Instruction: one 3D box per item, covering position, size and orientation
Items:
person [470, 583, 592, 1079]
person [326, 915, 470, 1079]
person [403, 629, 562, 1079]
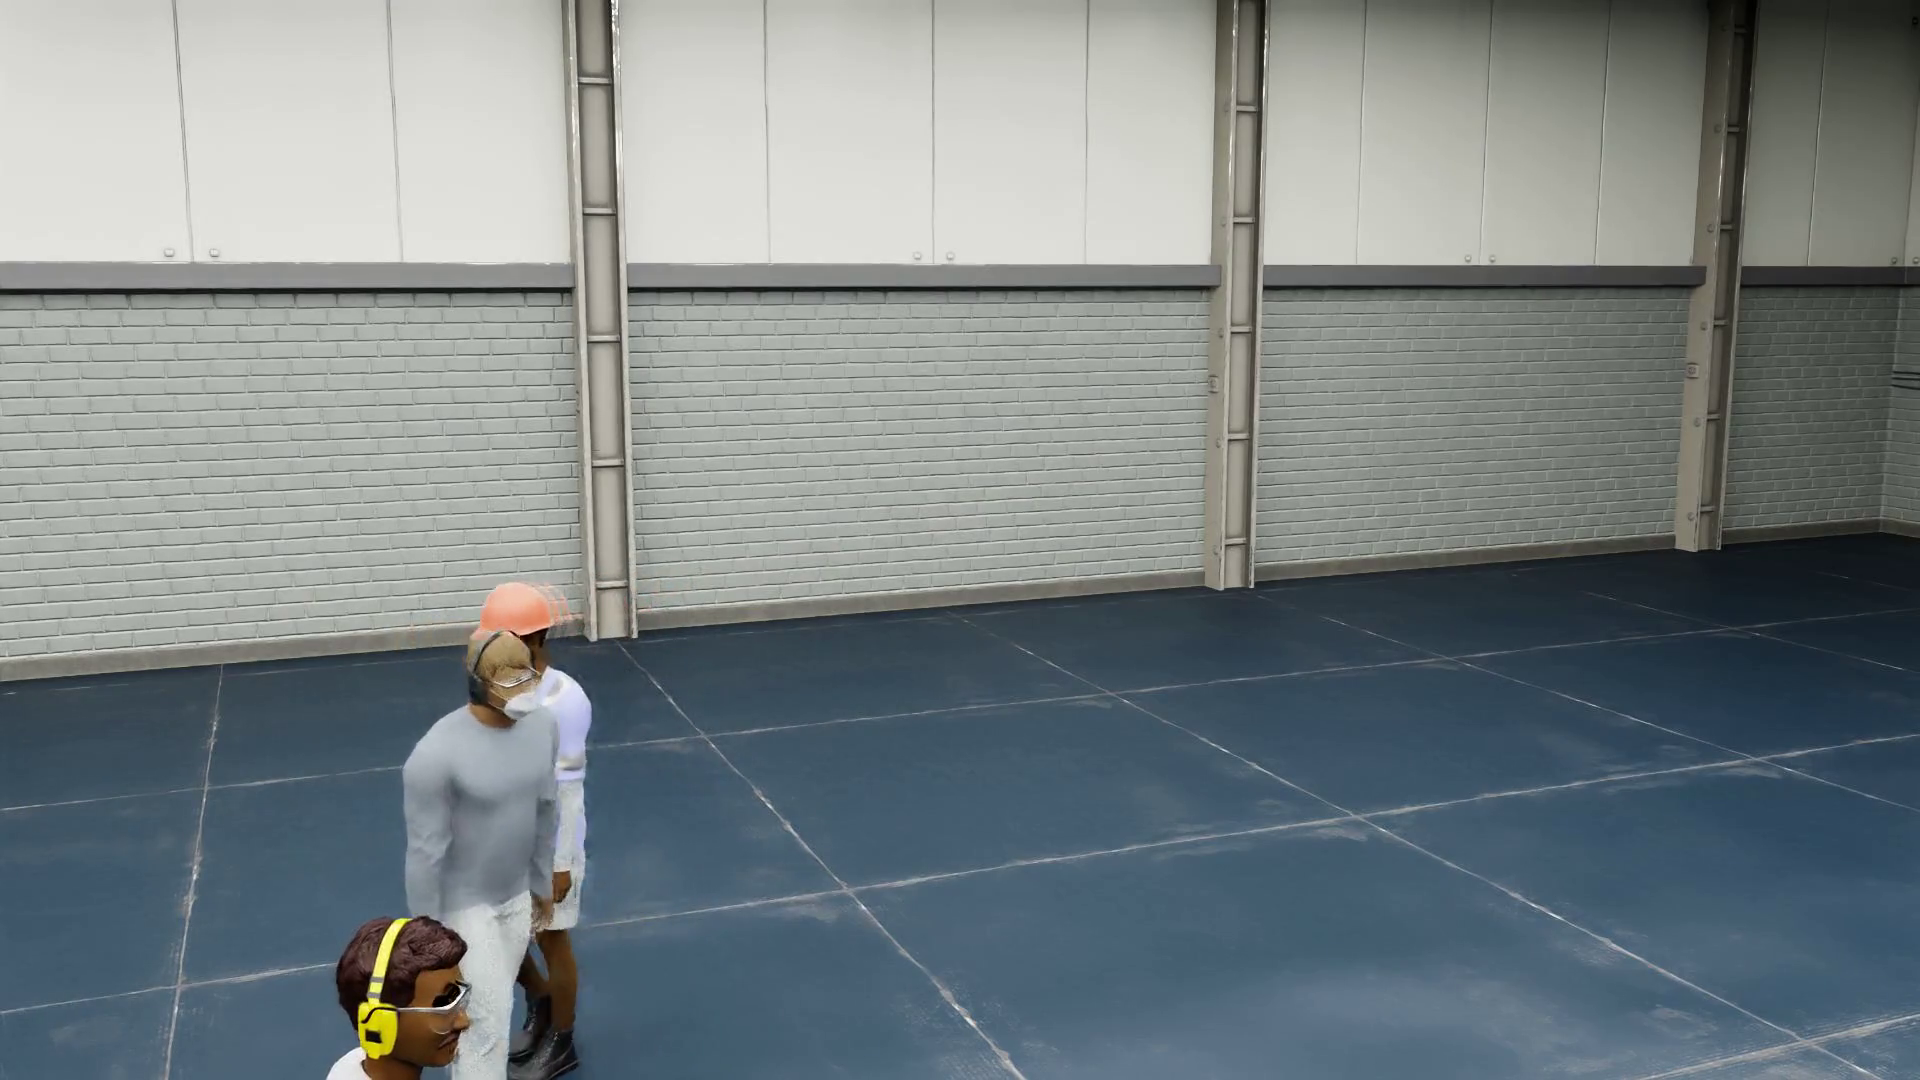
[{"bbox_3d":[-1.593,1.104,6.176,0.542,1.923,0.400,7,11,36],"label":"person"},{"bbox_3d":[-1.043,1.611,3.154,0.310,1.865,0.532,-5,10,-27],"label":"person"},{"bbox_3d":[-1.539,1.224,5.525,0.665,1.904,0.629,4,10,24],"label":"person"}]
